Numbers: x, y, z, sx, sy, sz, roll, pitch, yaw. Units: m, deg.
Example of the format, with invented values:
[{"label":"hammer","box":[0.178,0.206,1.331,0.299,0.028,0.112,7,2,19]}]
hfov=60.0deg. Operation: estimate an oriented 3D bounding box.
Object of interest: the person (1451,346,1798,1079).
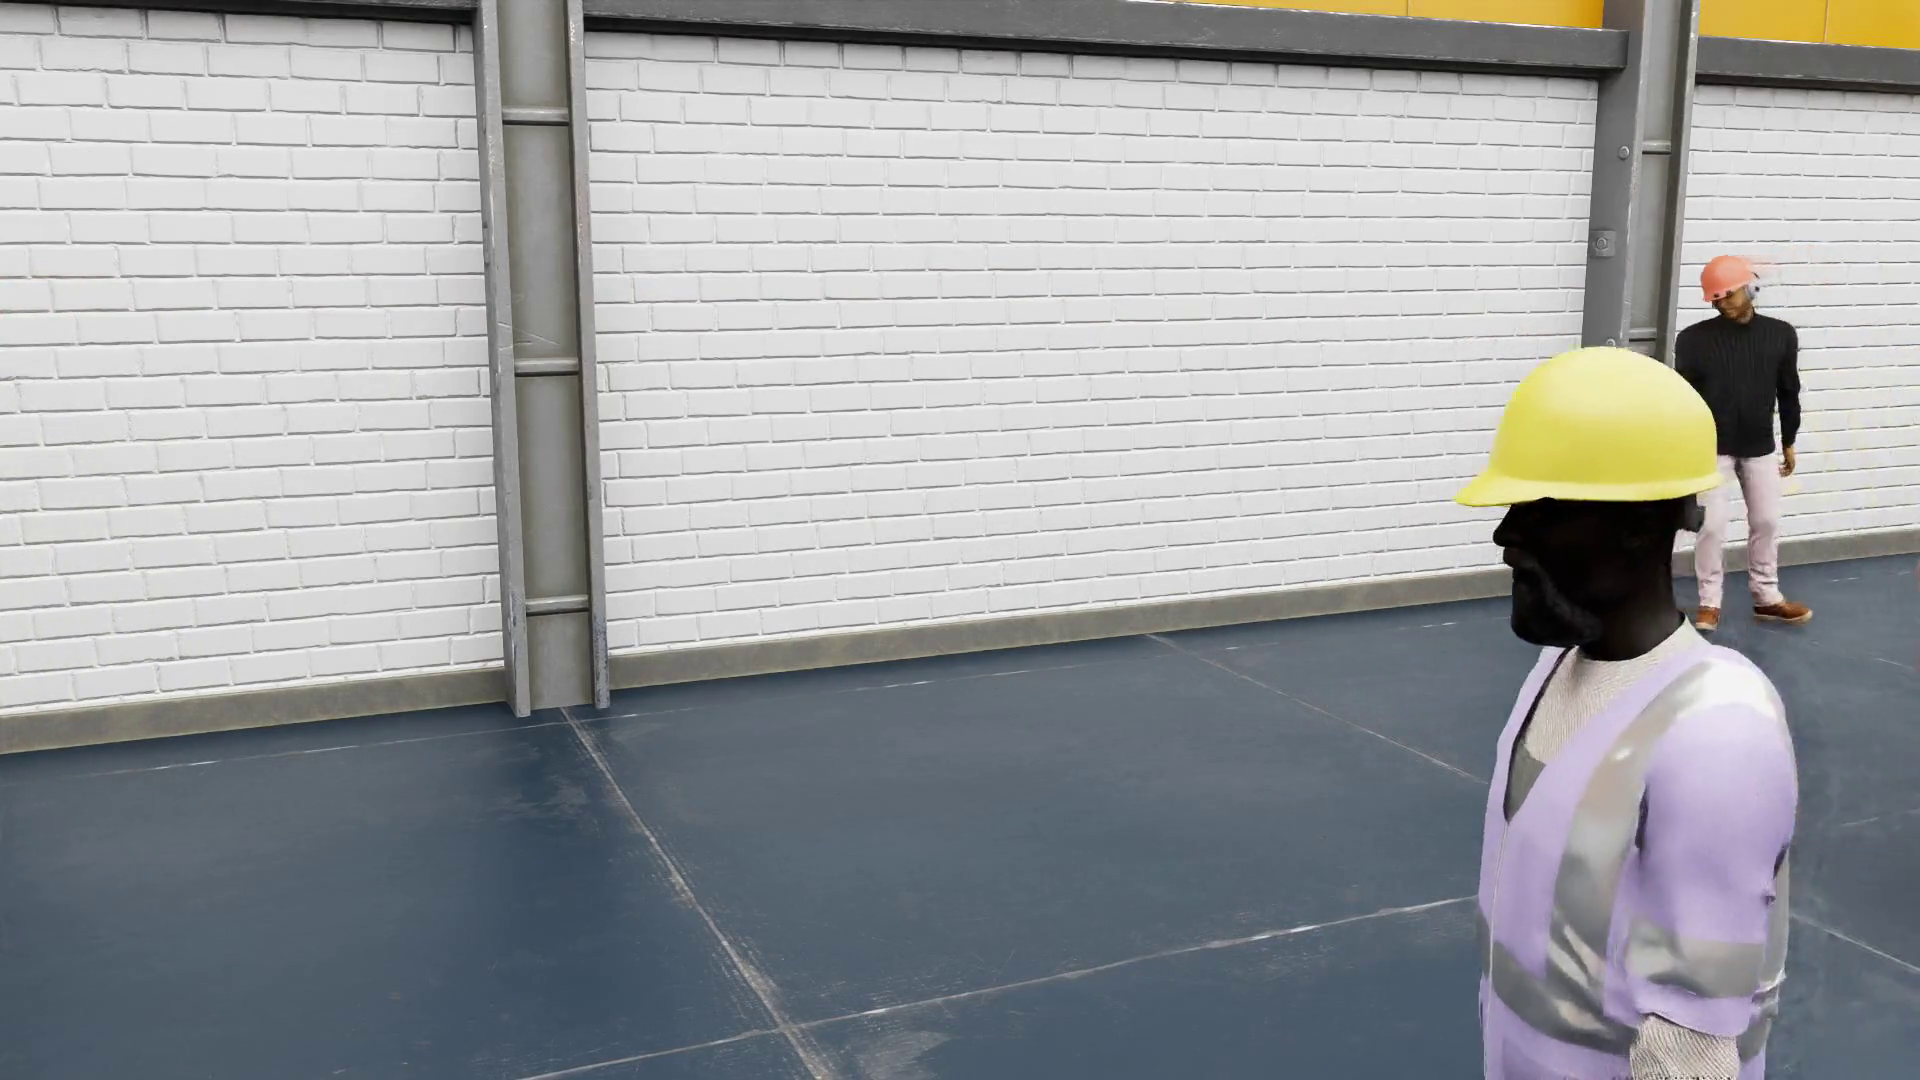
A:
[{"label":"person","box":[0.863,0.718,2.039,0.793,1.908,0.593,0,10,1]}]

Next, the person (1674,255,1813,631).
[{"label":"person","box":[4.039,-0.482,8.538,0.795,1.940,0.457,1,10,4]}]
